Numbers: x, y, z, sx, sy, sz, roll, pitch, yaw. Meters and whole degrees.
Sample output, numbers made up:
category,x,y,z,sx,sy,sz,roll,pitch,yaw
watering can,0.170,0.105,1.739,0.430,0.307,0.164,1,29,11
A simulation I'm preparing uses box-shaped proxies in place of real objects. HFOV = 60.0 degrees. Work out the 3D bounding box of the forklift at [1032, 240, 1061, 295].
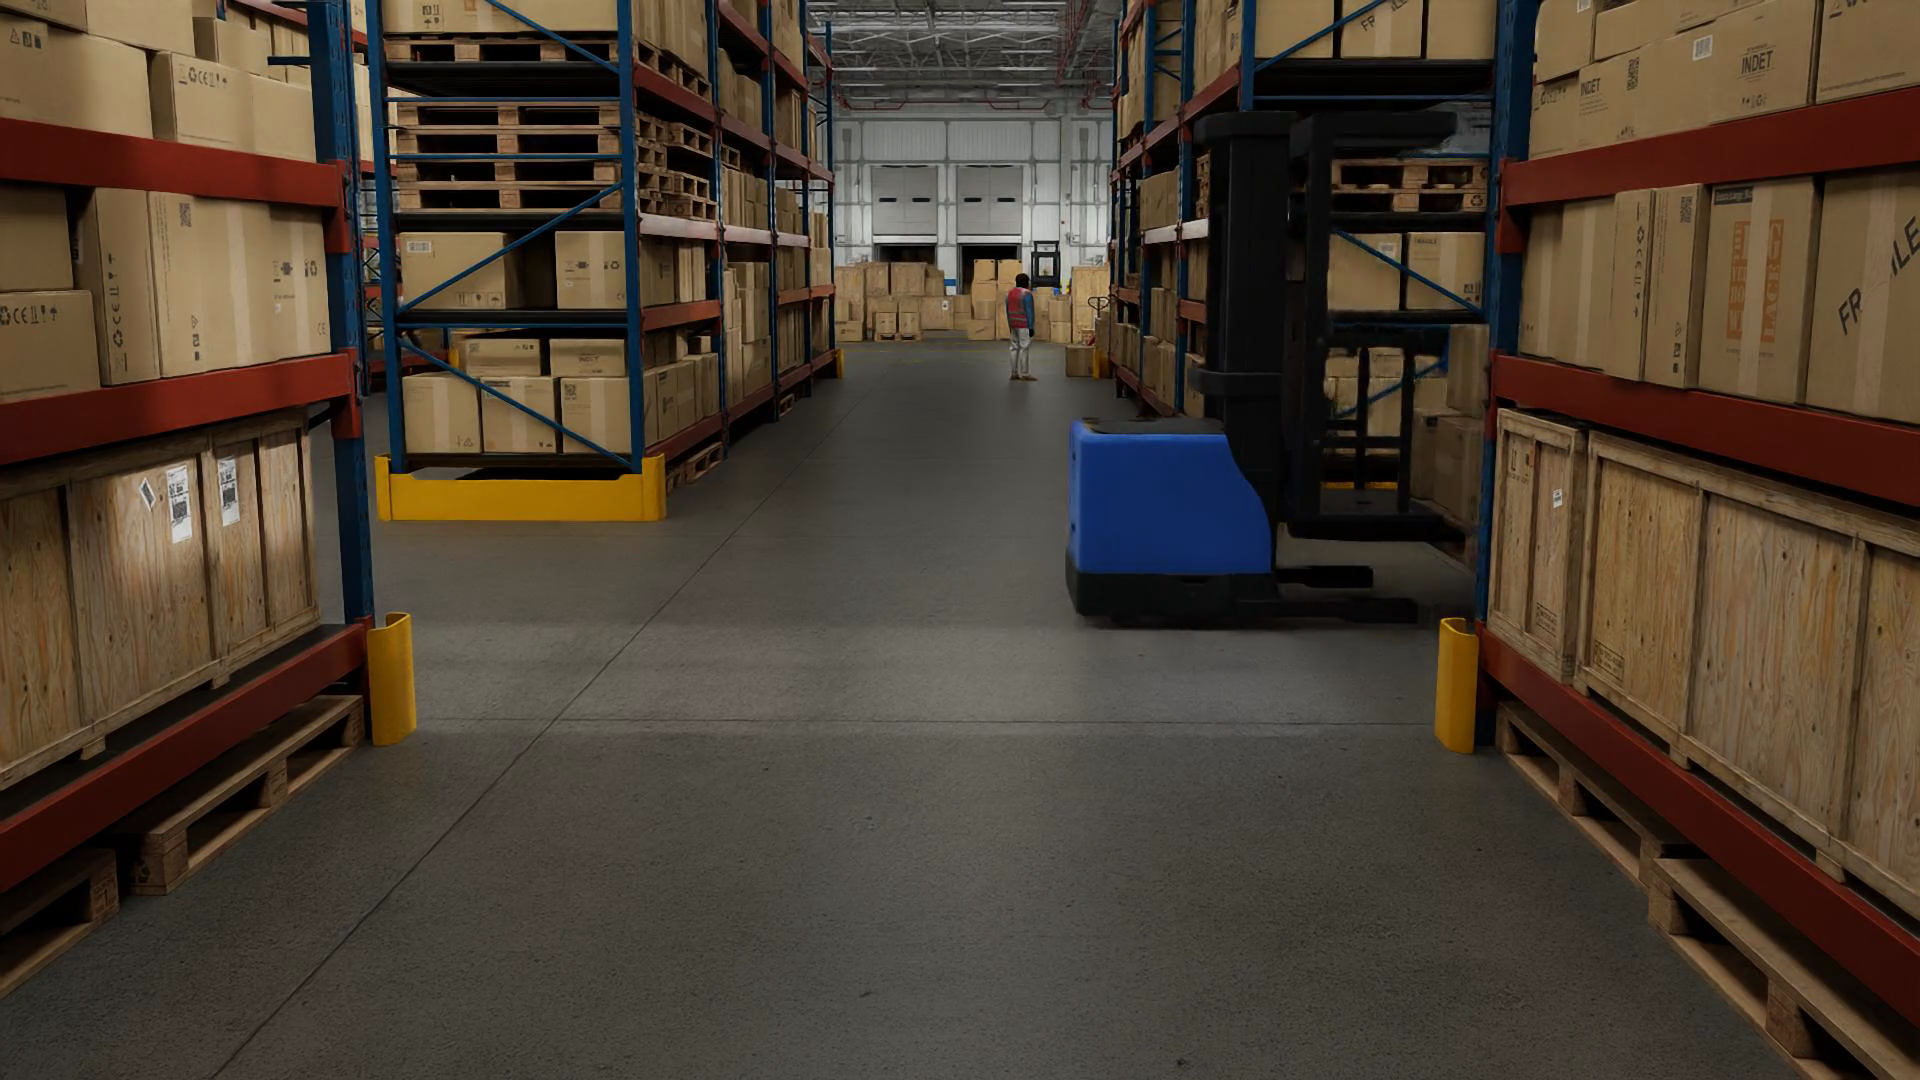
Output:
category,x,y,z,sx,sy,sz,roll,pitch,yaw
forklift,3.172,-9.648,61.356,1.129,2.768,1.873,0,9,1

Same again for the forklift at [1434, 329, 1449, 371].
category,x,y,z,sx,sy,sz,roll,pitch,yaw
forklift,6.338,-3.276,23.184,1.873,2.768,1.129,-8,12,-39

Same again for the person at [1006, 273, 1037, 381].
category,x,y,z,sx,sy,sz,roll,pitch,yaw
person,1.065,-3.647,28.510,0.429,1.843,0.633,-7,12,-38

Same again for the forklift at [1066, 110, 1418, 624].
category,x,y,z,sx,sy,sz,roll,pitch,yaw
forklift,1.582,-0.988,9.482,1.873,2.768,1.129,0,9,0

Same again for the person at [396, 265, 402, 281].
category,x,y,z,sx,sy,sz,roll,pitch,yaw
person,-21.414,-9.492,63.265,0.405,1.920,0.559,5,11,28

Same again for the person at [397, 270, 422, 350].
category,x,y,z,sx,sy,sz,roll,pitch,yaw
person,-11.545,-4.658,34.499,1.005,1.874,0.600,5,11,28

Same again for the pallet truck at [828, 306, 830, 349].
category,x,y,z,sx,sy,sz,roll,pitch,yaw
pallet truck,-3.100,-3.940,29.800,1.885,1.965,0.823,3,10,19
